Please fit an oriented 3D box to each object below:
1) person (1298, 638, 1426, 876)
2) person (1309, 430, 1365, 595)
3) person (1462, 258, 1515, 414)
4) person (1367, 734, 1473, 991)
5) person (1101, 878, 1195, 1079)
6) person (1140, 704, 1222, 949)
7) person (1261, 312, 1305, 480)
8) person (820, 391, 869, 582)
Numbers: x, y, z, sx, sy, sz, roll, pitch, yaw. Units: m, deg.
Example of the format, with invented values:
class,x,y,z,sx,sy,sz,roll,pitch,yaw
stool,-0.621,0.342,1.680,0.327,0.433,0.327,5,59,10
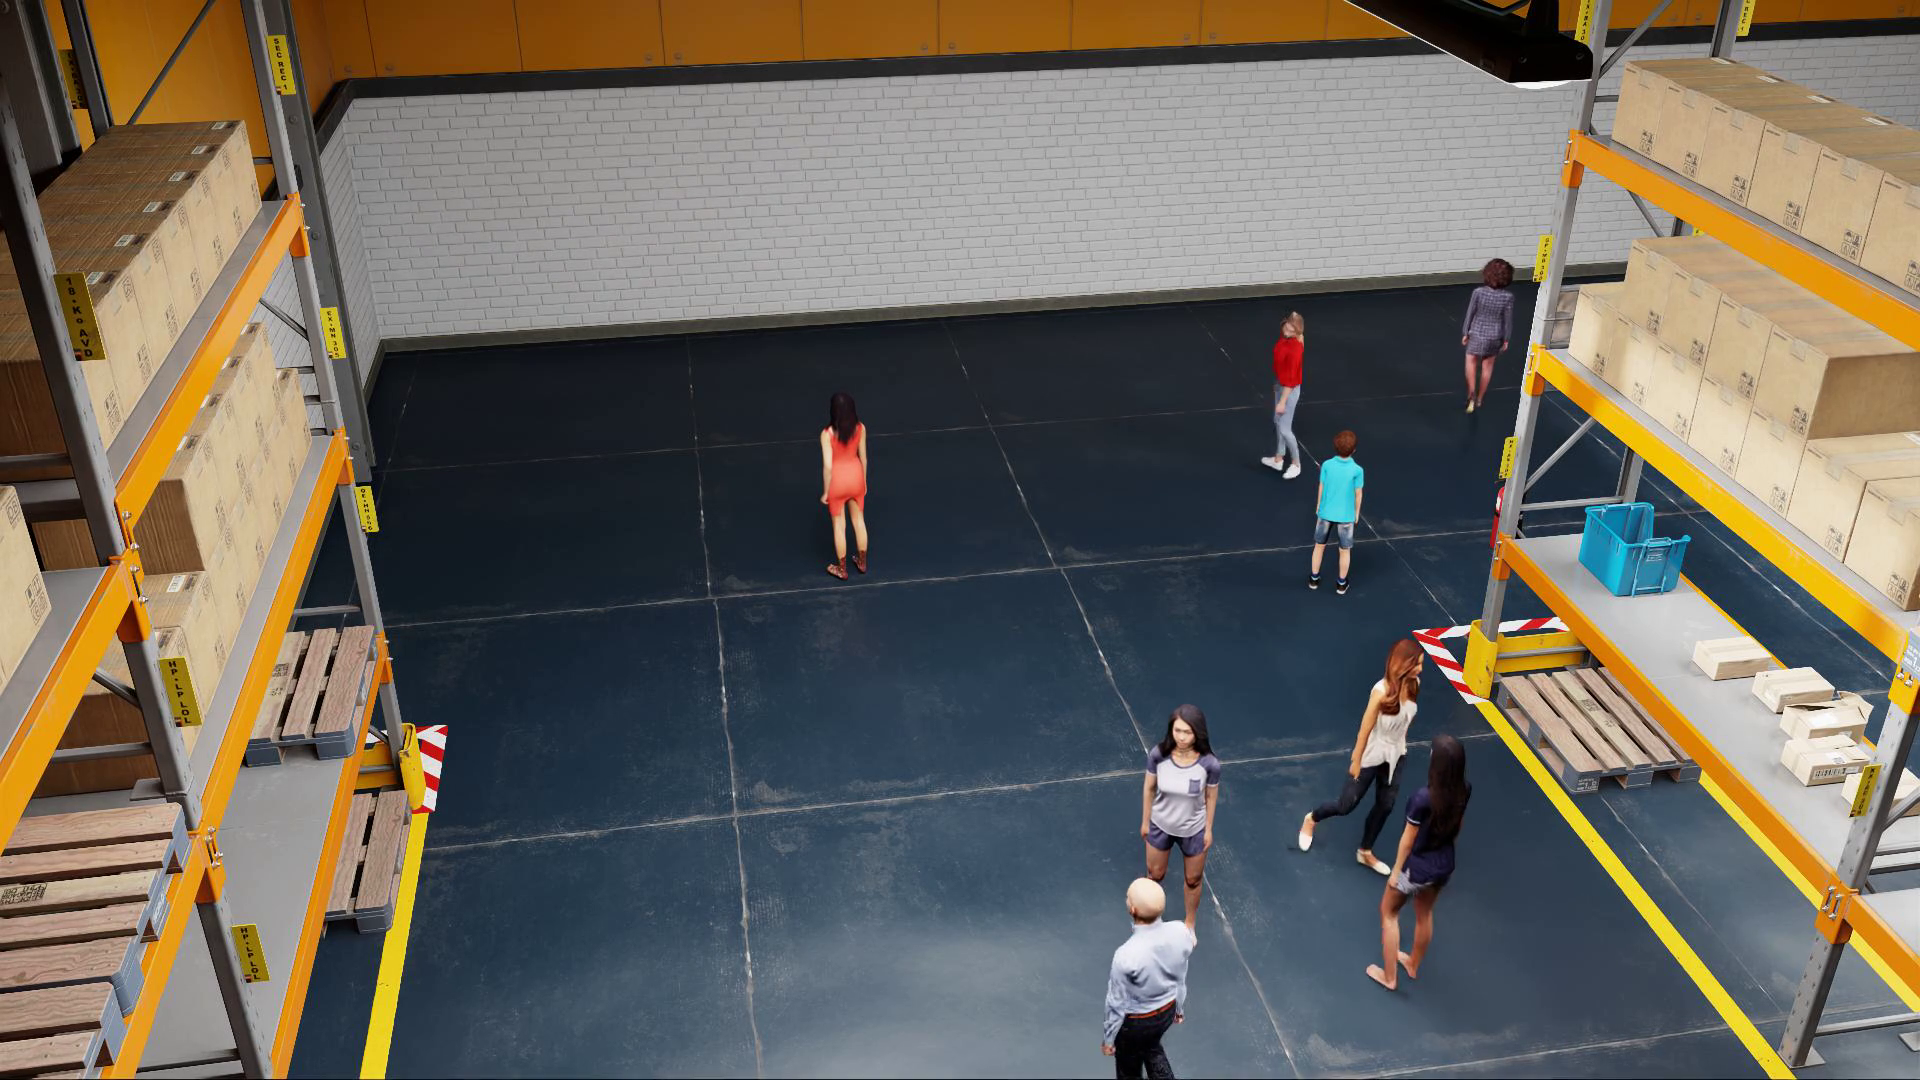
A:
class,x,y,z,sx,sy,sz,roll,pitch,yaw
person,2.620,1.355,10.647,0.841,1.758,0.976,-14,31,-23
person,3.151,-0.245,13.905,0.587,1.446,0.615,11,31,20
person,5.332,-2.013,16.894,0.802,1.688,0.891,8,30,14
person,2.719,1.912,9.621,0.683,1.762,0.666,-12,31,-21
person,0.992,2.506,8.511,0.835,1.782,0.953,-17,33,-28
person,1.324,1.717,10.038,0.673,1.706,0.663,7,29,13
person,3.095,-1.430,15.831,0.789,1.683,0.571,7,29,12
person,-0.966,-0.460,14.017,0.657,1.718,0.647,-16,32,-27
